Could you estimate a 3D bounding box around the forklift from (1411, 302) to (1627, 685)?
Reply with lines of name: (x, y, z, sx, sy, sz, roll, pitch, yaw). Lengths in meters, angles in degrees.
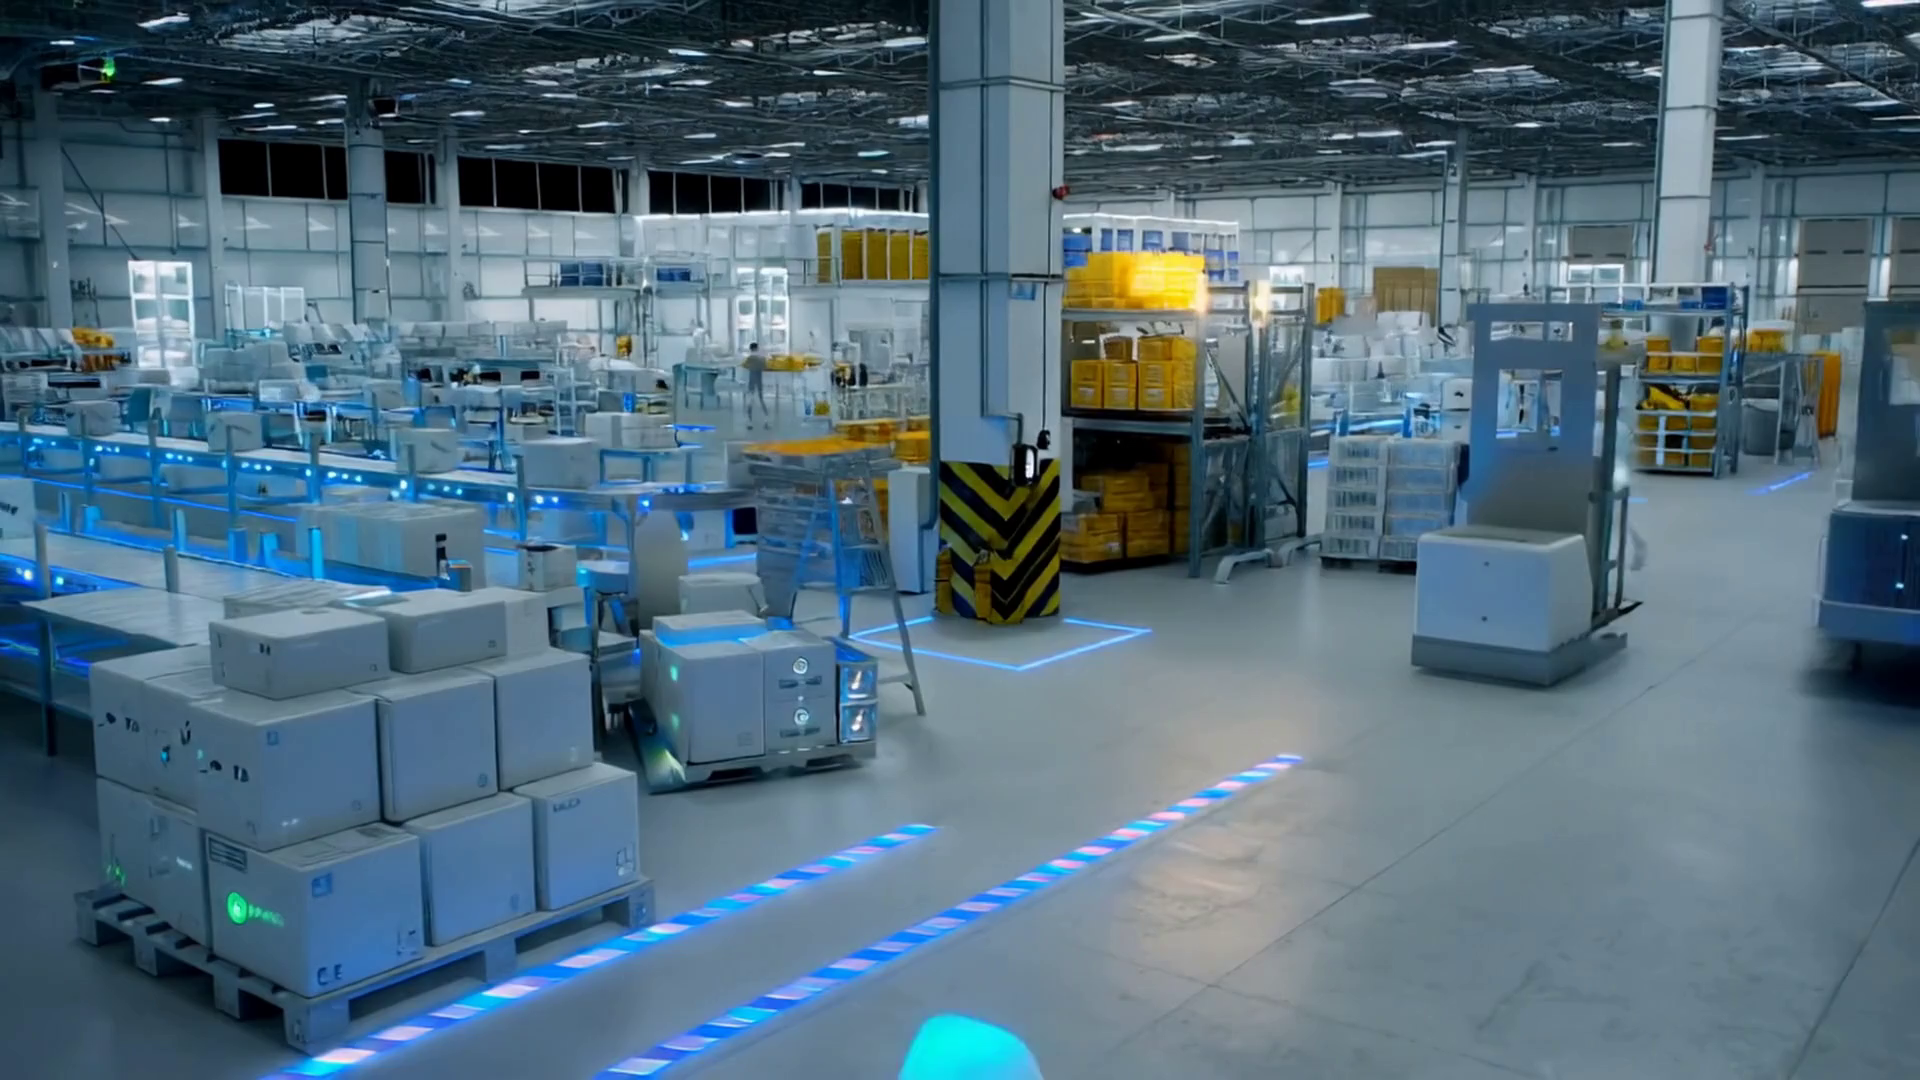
forklift: (4.379, -0.438, 12.852, 1.129, 2.768, 1.873, 7, 11, 37)

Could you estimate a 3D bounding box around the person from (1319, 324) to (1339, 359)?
person: (10.618, -5.252, 48.122, 0.682, 2.000, 1.022, -7, 11, -40)

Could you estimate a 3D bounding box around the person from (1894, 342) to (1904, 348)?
person: (23.966, -4.266, 42.732, 0.826, 1.669, 0.534, 7, 11, 38)

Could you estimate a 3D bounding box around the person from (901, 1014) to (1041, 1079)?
person: (0.083, 1.624, 2.682, 0.588, 1.766, 0.981, -7, 11, -39)

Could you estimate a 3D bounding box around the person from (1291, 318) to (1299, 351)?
person: (16.929, -10.402, 83.993, 0.321, 1.696, 0.537, 7, 11, 39)

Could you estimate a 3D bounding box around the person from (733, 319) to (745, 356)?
person: (-8.735, -7.694, 65.108, 0.993, 1.887, 0.559, 3, 9, 22)

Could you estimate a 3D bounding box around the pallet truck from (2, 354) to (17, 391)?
pallet truck: (-24.881, -4.417, 42.634, 1.885, 1.965, 0.823, 8, 11, 41)

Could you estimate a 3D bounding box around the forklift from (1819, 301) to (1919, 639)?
forklift: (8.225, -0.648, 14.264, 1.129, 2.768, 1.873, 6, 11, 37)

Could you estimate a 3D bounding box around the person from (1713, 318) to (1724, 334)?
person: (31.131, -8.154, 68.267, 0.606, 1.884, 1.010, -4, 10, -27)

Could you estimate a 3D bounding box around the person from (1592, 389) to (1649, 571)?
person: (6.709, -0.595, 17.148, 0.853, 1.924, 0.608, -3, 9, -19)

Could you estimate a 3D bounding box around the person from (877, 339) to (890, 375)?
person: (-2.034, -4.228, 42.227, 0.724, 1.740, 0.523, -1, 9, -9)

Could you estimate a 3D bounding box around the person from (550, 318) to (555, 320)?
person: (-16.982, -8.235, 68.825, 1.006, 1.872, 0.625, 3, 9, 16)

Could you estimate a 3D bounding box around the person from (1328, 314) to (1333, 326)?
person: (18.700, -10.408, 83.434, 0.562, 1.885, 1.013, 2, 9, 11)

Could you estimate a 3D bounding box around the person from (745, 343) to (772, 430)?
person: (-4.308, -3.260, 35.394, 0.528, 1.842, 0.876, -6, 10, -35)

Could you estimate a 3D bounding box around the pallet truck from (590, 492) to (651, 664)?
pallet truck: (-3.115, 0.344, 12.883, 0.653, 1.274, 1.630, 7, 11, 37)

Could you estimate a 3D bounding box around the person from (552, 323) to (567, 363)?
person: (-13.739, -6.505, 57.096, 0.356, 1.883, 0.575, 7, 11, 39)

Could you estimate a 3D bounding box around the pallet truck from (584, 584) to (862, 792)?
pallet truck: (-1.426, 0.805, 10.019, 1.601, 1.201, 0.680, -4, 9, -26)

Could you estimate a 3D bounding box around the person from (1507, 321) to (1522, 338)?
person: (24.528, -9.003, 73.653, 0.626, 1.969, 0.769, 5, 10, 28)

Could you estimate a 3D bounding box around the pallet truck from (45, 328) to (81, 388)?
pallet truck: (-23.775, -4.544, 43.495, 1.885, 1.965, 0.823, 6, 10, 35)
